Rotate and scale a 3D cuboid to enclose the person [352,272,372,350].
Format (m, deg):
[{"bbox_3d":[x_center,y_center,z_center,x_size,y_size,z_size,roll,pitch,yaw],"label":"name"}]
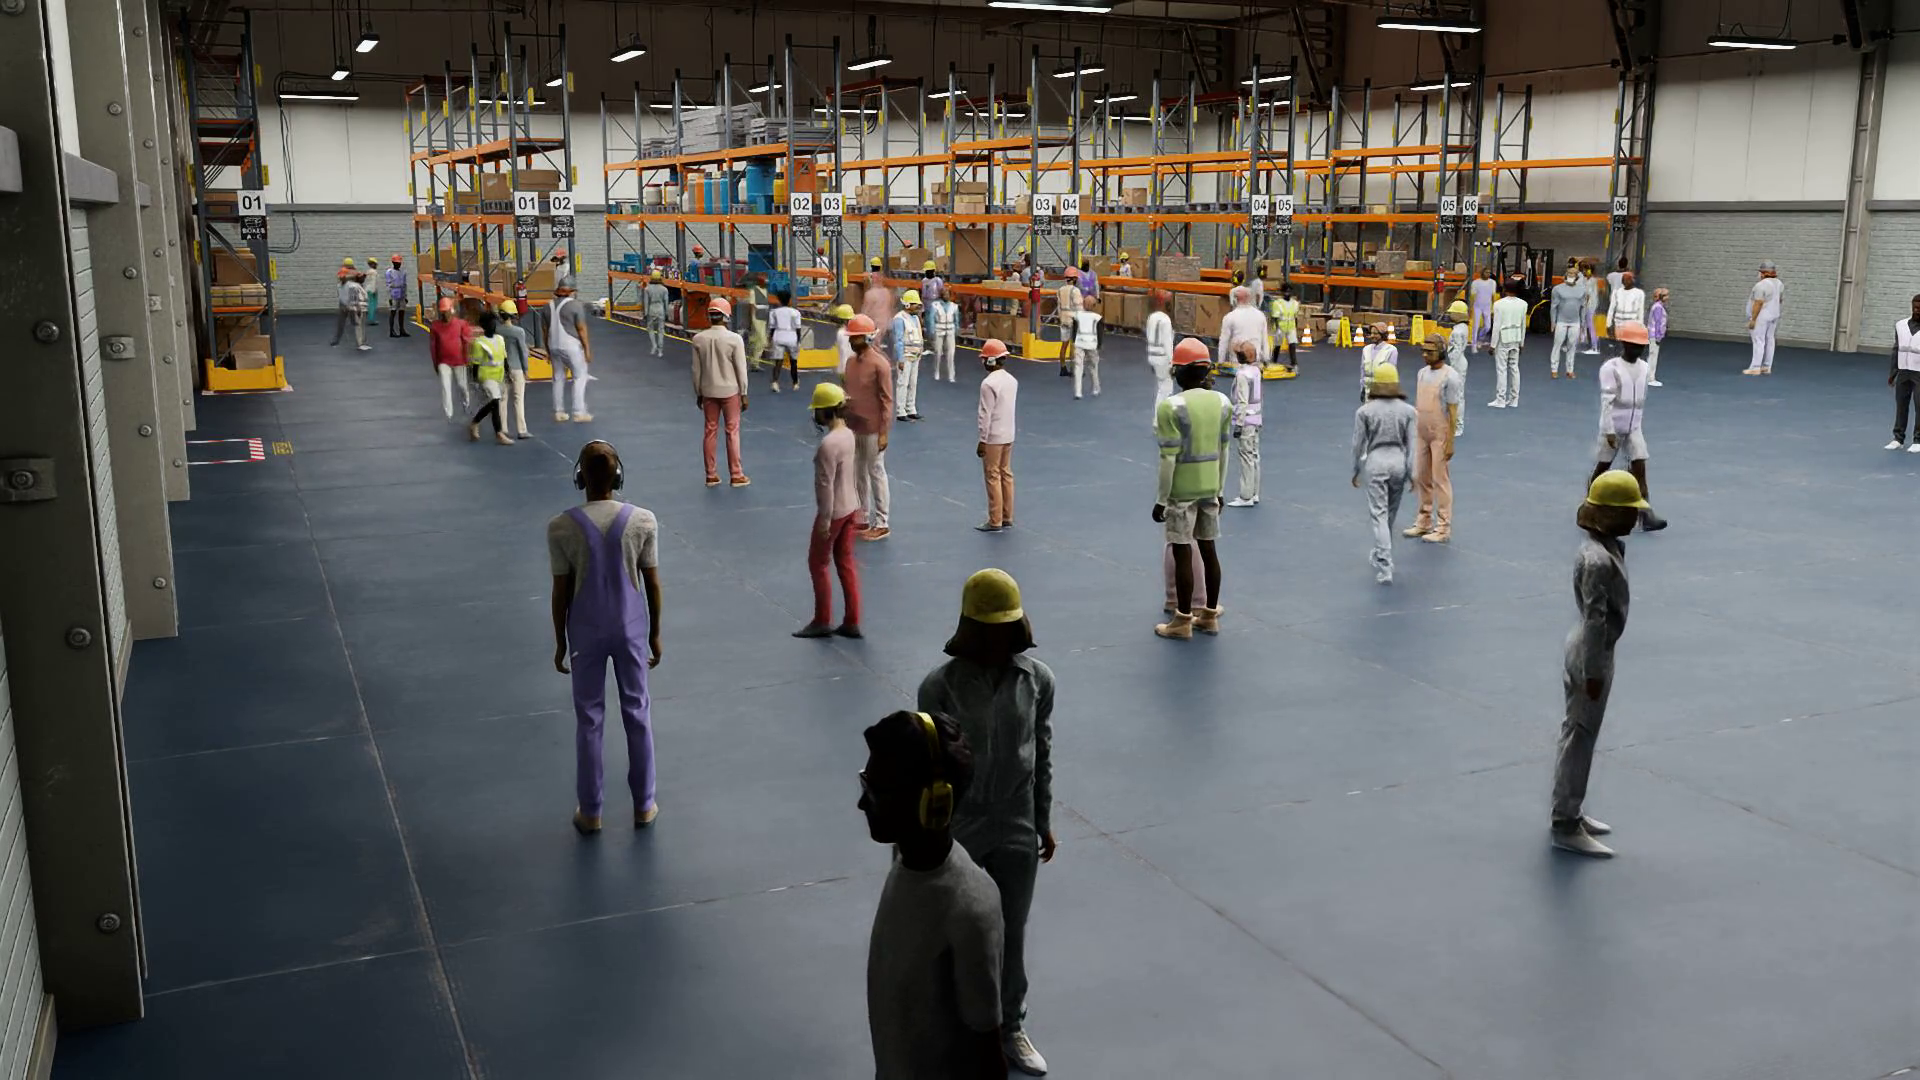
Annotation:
[{"bbox_3d":[-12.657,-4.838,35.142,0.310,1.639,0.513,-1,11,-3],"label":"person"}]

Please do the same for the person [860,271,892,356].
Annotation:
[{"bbox_3d":[-1.459,-3.617,28.328,0.445,1.887,0.663,6,12,27],"label":"person"}]

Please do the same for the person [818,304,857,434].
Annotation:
[{"bbox_3d":[-1.467,-2.141,21.217,0.738,1.732,0.538,0,11,1],"label":"person"}]

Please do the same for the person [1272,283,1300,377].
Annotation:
[{"bbox_3d":[5.763,-3.727,29.490,0.519,1.642,0.911,-2,11,-8],"label":"person"}]

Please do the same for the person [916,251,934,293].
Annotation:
[{"bbox_3d":[-0.788,-6.793,44.515,0.979,1.854,0.656,8,14,35],"label":"person"}]

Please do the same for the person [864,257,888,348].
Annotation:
[{"bbox_3d":[-1.816,-5.085,35.660,0.373,1.928,0.584,-10,15,-41],"label":"person"}]

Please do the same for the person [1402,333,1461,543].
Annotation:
[{"bbox_3d":[4.162,-0.896,14.616,0.340,1.838,0.508,-5,12,-22],"label":"person"}]

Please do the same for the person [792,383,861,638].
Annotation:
[{"bbox_3d":[-0.889,-0.187,11.224,0.472,1.751,0.561,4,12,18],"label":"person"}]

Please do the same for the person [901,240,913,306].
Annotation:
[{"bbox_3d":[-1.631,-8.316,51.783,0.377,2.045,0.605,5,12,24],"label":"person"}]

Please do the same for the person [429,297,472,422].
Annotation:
[{"bbox_3d":[-7.073,-2.524,23.148,0.576,1.732,0.685,-1,11,-6],"label":"person"}]

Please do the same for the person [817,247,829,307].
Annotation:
[{"bbox_3d":[-4.050,-7.600,48.555,0.350,1.882,0.583,8,14,35],"label":"person"}]

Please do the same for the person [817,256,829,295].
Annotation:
[{"bbox_3d":[-4.310,-8.162,52.066,0.481,1.622,0.520,4,12,18],"label":"person"}]

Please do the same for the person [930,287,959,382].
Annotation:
[{"bbox_3d":[-0.272,-3.529,28.525,0.524,1.617,0.648,-2,11,-12],"label":"person"}]

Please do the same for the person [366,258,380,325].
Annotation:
[{"bbox_3d":[-15.123,-6.395,42.847,0.415,1.718,0.698,-9,14,-38],"label":"person"}]

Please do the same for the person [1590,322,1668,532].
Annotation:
[{"bbox_3d":[6.058,-1.019,15.079,0.550,1.884,0.989,-3,11,-14],"label":"person"}]

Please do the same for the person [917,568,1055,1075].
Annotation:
[{"bbox_3d":[0.098,0.946,5.482,0.485,1.744,0.295,-5,12,-22],"label":"person"}]

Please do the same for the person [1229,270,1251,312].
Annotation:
[{"bbox_3d":[4.978,-3.896,29.772,0.532,1.868,0.313,-8,14,-36],"label":"person"}]

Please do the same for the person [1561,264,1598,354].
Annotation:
[{"bbox_3d":[12.700,-4.717,34.009,0.859,1.838,0.554,4,12,18],"label":"person"}]

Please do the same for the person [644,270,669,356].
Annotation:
[{"bbox_3d":[-6.126,-4.579,33.599,0.505,1.727,0.618,-2,11,-11],"label":"person"}]

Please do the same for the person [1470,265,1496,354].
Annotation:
[{"bbox_3d":[10.711,-4.736,34.147,0.564,1.825,0.504,-1,11,-3],"label":"person"}]

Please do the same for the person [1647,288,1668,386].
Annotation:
[{"bbox_3d":[11.648,-3.391,27.819,0.311,1.632,0.516,4,12,21],"label":"person"}]

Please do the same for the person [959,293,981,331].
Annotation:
[{"bbox_3d":[0.265,-5.720,38.998,0.660,1.883,0.648,-5,12,-22],"label":"person"}]

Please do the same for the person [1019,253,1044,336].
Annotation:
[{"bbox_3d":[1.510,-5.315,36.542,0.535,2.000,0.687,9,14,39],"label":"person"}]

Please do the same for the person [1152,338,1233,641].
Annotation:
[{"bbox_3d":[1.543,-0.337,11.236,0.609,2.044,0.394,-7,13,-33],"label":"person"}]

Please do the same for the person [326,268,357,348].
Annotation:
[{"bbox_3d":[-13.147,-4.952,35.533,0.566,1.700,0.884,6,12,26],"label":"person"}]

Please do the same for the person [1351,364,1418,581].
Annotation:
[{"bbox_3d":[3.363,-0.541,13.176,0.496,1.689,0.916,0,11,2],"label":"person"}]

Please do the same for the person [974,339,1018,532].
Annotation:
[{"bbox_3d":[0.313,-0.950,15.122,0.341,1.745,0.569,6,13,28],"label":"person"}]

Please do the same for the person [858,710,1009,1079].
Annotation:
[{"bbox_3d":[-0.073,1.261,3.554,0.333,1.873,0.520,-4,12,-21],"label":"person"}]

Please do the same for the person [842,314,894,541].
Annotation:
[{"bbox_3d":[-0.845,-0.993,14.695,0.396,1.992,0.622,-9,14,-39],"label":"person"}]

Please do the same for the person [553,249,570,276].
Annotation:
[{"bbox_3d":[-9.680,-6.049,40.402,0.618,1.981,1.036,-1,11,-6],"label":"person"}]

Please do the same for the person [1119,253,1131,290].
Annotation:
[{"bbox_3d":[4.587,-7.132,46.479,0.312,1.769,0.525,-5,12,-22],"label":"person"}]

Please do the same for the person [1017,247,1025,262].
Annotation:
[{"bbox_3d":[2.027,-8.666,54.301,0.341,1.757,0.527,-2,11,-10],"label":"person"}]

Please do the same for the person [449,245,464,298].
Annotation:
[{"bbox_3d":[-14.057,-7.227,46.398,0.391,1.987,0.608,-7,13,-33],"label":"person"}]

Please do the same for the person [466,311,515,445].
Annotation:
[{"bbox_3d":[-5.912,-2.023,20.753,0.758,1.668,0.529,4,12,21],"label":"person"}]
